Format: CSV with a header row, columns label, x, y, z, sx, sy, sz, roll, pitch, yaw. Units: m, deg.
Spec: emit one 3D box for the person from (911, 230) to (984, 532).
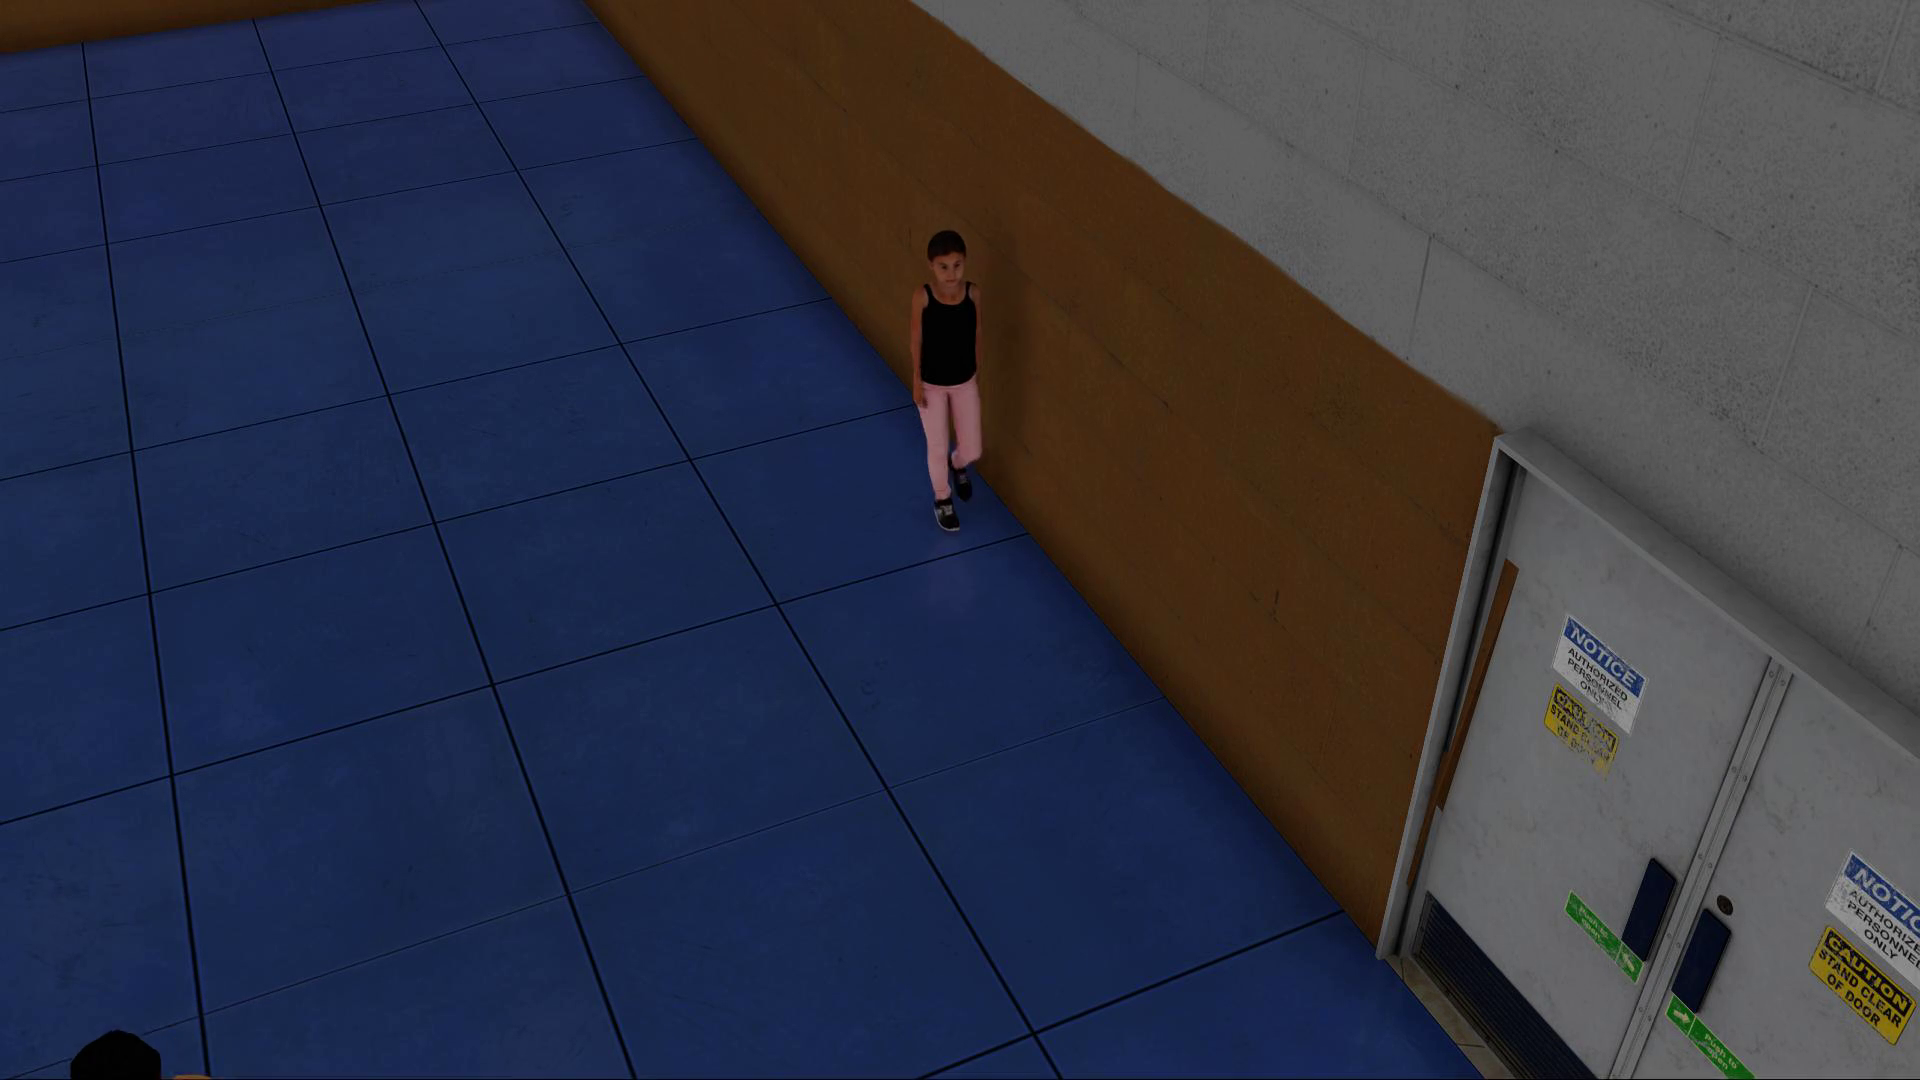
label,x,y,z,sx,sy,sz,roll,pitch,yaw
person,-0.080,-0.783,7.972,0.644,1.551,0.649,-8,38,-11
